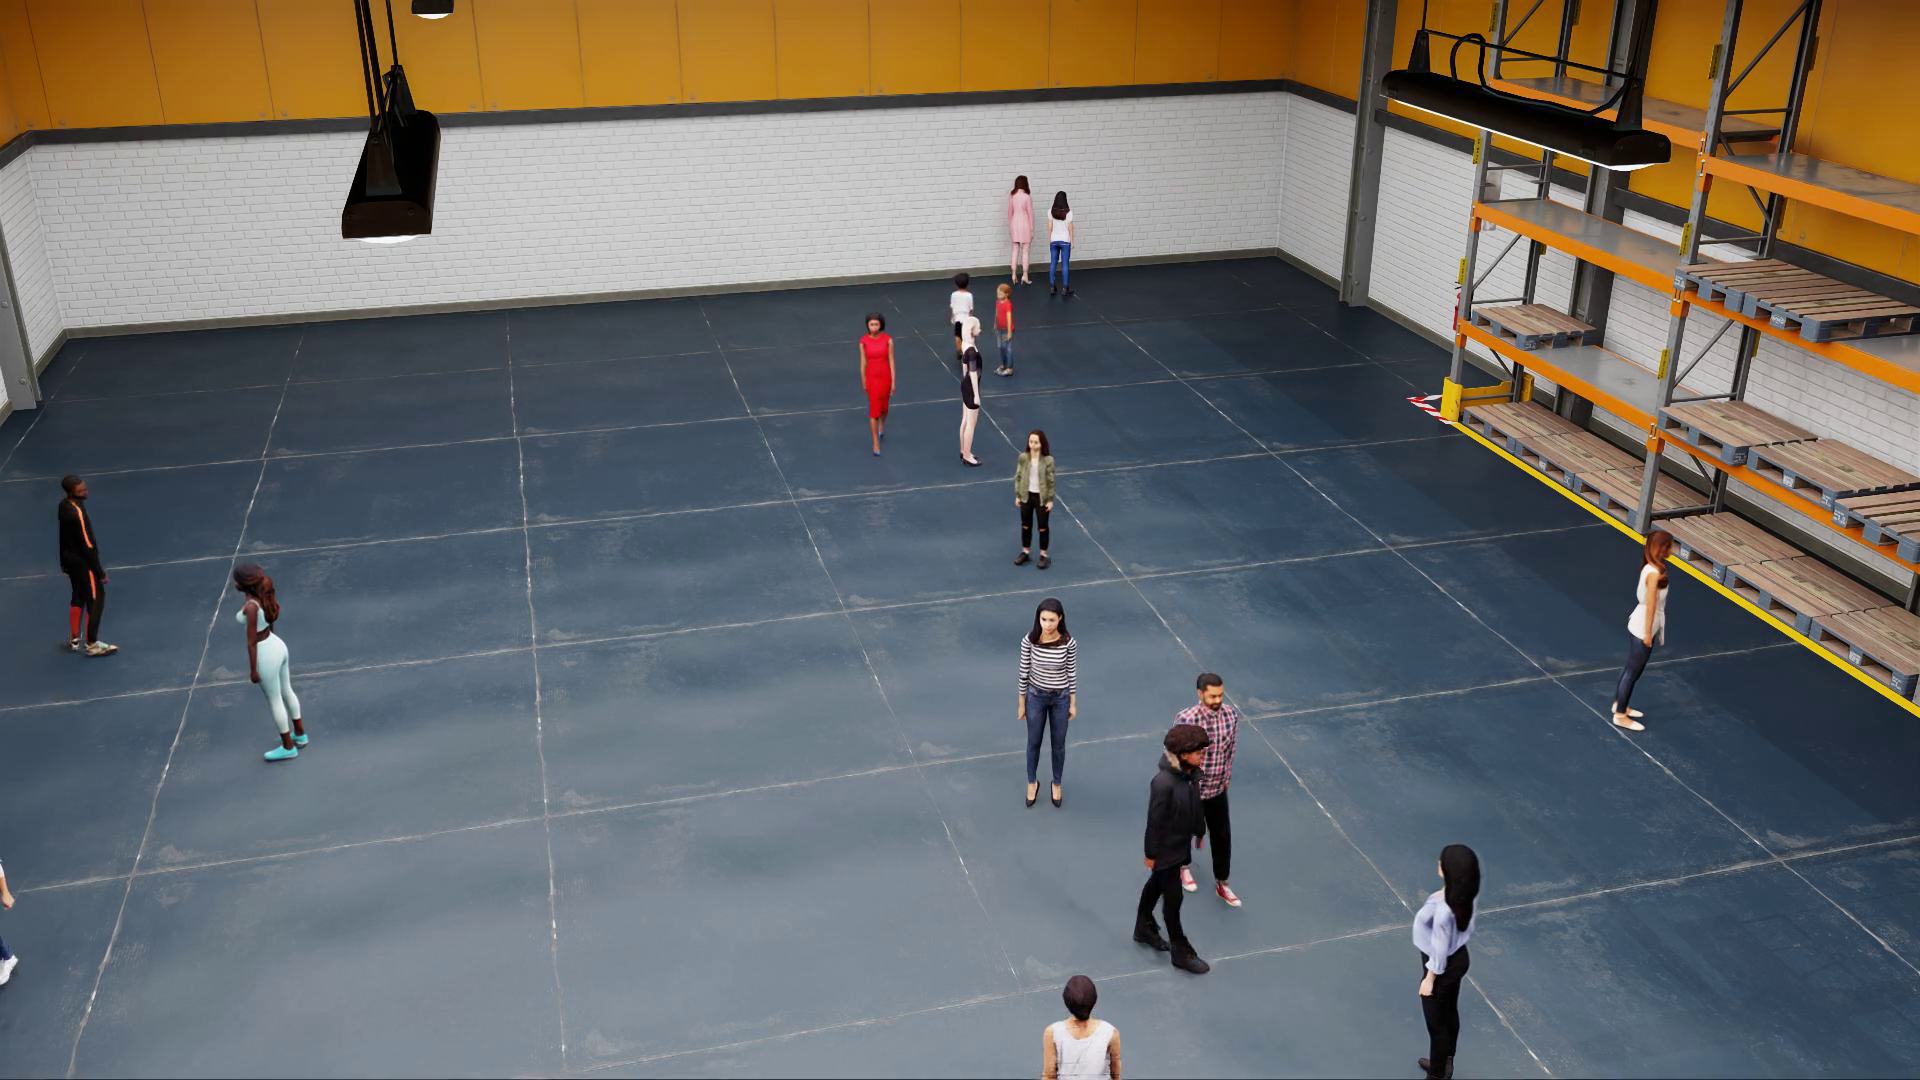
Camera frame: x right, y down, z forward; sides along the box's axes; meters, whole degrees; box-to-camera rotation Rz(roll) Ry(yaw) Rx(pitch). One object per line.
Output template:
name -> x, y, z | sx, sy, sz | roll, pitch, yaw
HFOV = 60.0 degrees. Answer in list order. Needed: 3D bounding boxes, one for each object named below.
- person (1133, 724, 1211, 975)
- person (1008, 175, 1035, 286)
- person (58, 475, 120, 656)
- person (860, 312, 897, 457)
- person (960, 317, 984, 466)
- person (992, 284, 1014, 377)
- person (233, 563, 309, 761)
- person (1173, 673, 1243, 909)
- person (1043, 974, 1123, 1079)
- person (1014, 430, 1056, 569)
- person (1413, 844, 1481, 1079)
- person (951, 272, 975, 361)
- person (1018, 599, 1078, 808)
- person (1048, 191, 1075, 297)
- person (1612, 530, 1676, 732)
person -> 1.339, 2.016, 11.248 | 1.009, 1.741, 0.920 | 18, 29, 35
person -> 0.996, -5.125, 27.511 | 0.682, 1.802, 0.733 | 12, 26, 25
person -> -8.135, 0.227, 15.294 | 0.806, 1.780, 0.973 | 14, 27, 29
person -> -0.985, -1.944, 20.357 | 0.671, 1.703, 1.106 | -3, 24, -7
person -> 0.113, -1.774, 19.806 | 0.629, 1.831, 0.414 | -6, 24, -14
person -> 0.641, -2.933, 23.122 | 0.650, 1.300, 0.486 | -11, 26, -23
person -> -5.669, 0.977, 13.651 | 0.668, 1.722, 0.547 | 0, 24, -1
person -> 1.698, 1.720, 11.921 | 0.692, 1.745, 0.862 | -7, 24, -15
person -> 0.645, 3.112, 8.966 | 0.920, 1.561, 1.167 | 6, 24, 13
person -> 0.779, -0.436, 17.190 | 0.658, 1.475, 0.689 | 9, 25, 20
person -> 2.901, 2.577, 9.964 | 0.758, 1.743, 0.722 | 16, 28, 32
person -> 0.022, -3.169, 23.724 | 0.591, 1.250, 0.638 | 5, 24, 12
person -> 0.687, 1.267, 12.896 | 0.655, 1.795, 0.608 | 1, 24, 3
person -> 1.624, -4.790, 26.888 | 0.676, 1.685, 0.723 | 11, 26, 24
person -> 5.790, 0.742, 14.109 | 0.746, 1.784, 0.659 | 9, 25, 20
